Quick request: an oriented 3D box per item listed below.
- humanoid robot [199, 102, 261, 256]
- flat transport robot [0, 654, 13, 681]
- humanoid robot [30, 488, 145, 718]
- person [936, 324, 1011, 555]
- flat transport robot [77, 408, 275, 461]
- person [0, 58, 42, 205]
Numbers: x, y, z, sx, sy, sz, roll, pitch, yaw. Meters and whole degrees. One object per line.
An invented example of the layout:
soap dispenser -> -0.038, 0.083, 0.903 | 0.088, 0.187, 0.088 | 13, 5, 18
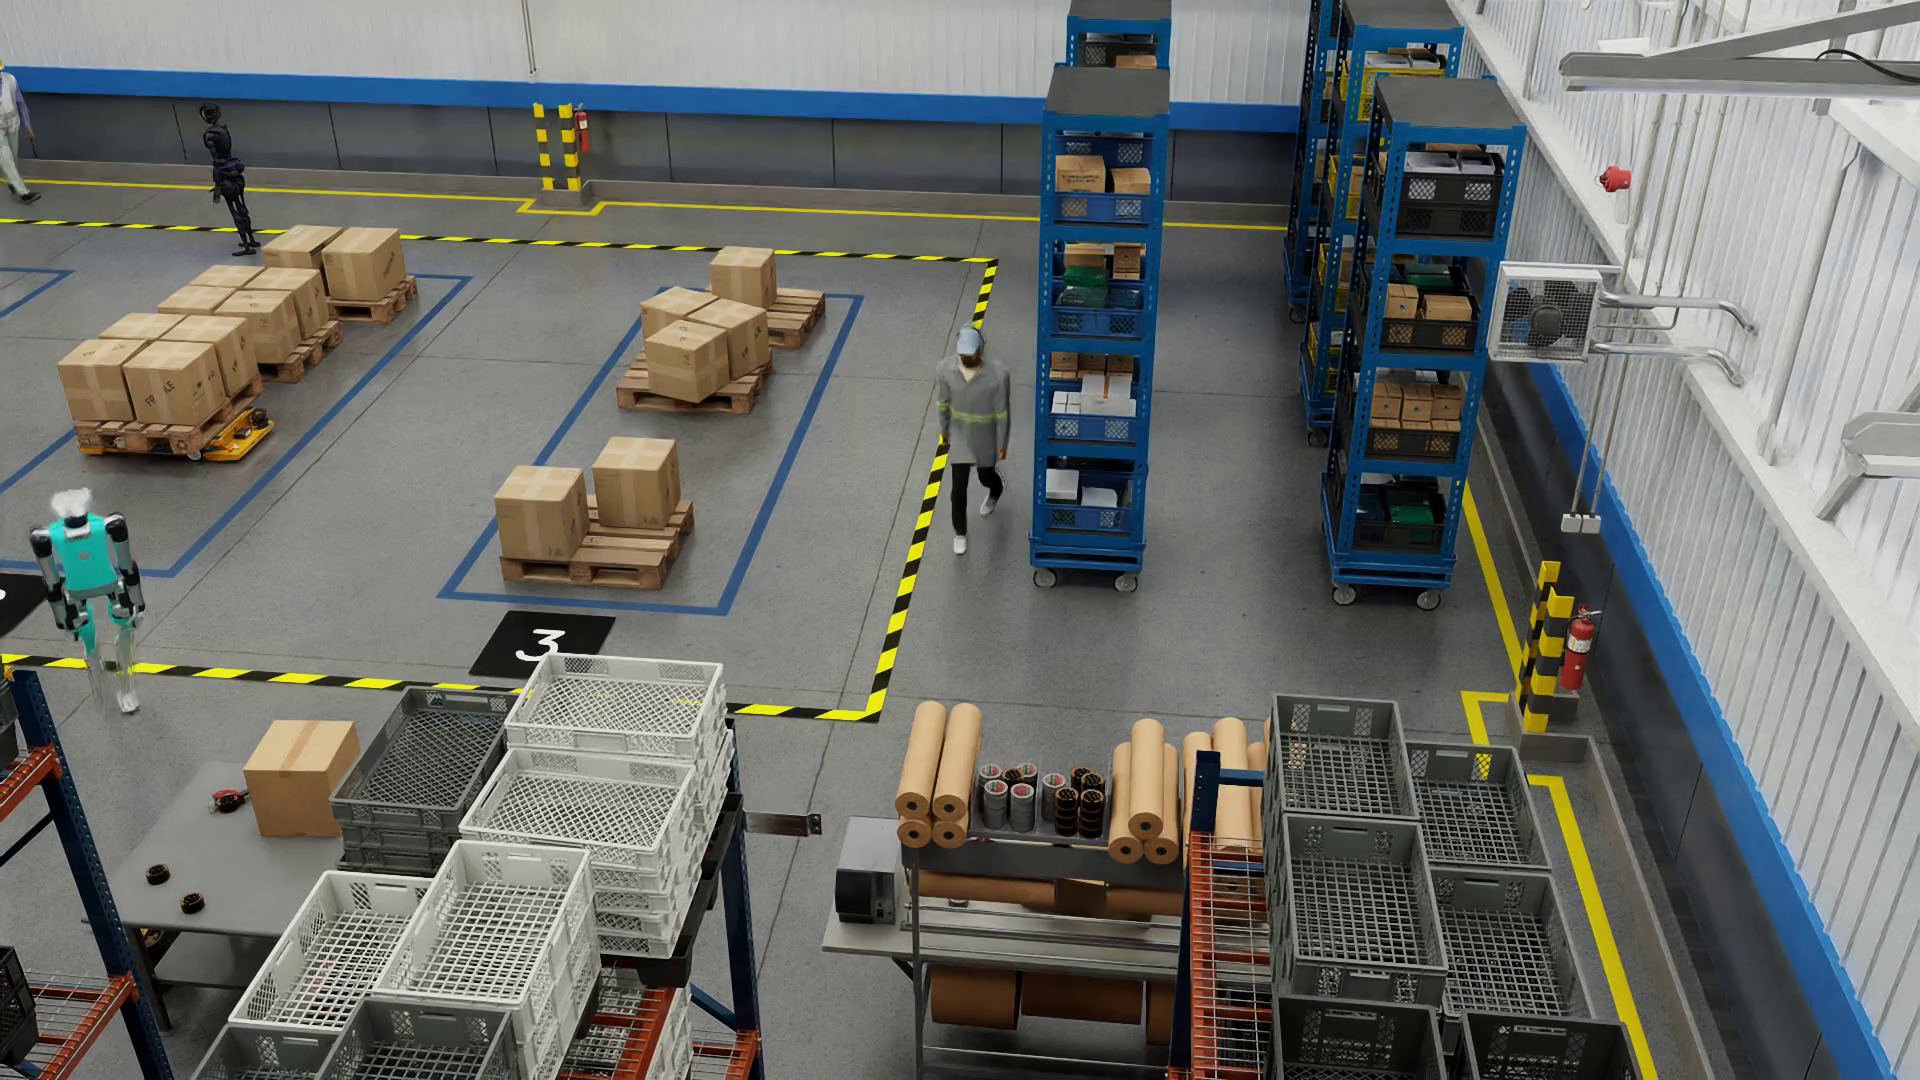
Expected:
humanoid robot -> -7.919, -3.908, 17.974 | 0.315, 1.654, 0.599 | -2, 30, -4
flat transport robot -> -7.142, 0.969, 11.010 | 1.431, 0.231, 0.659 | 3, 30, 6
humanoid robot -> -5.460, 0.408, 10.565 | 0.554, 1.826, 0.794 | -16, 34, -25
person -> 0.118, -0.849, 12.585 | 0.597, 1.825, 0.762 | 8, 31, 13
flat transport robot -> -6.728, -0.944, 14.268 | 1.431, 0.197, 0.652 | 3, 30, 6
person -> -11.222, -4.843, 19.489 | 0.957, 1.769, 0.610 | 21, 36, 32
